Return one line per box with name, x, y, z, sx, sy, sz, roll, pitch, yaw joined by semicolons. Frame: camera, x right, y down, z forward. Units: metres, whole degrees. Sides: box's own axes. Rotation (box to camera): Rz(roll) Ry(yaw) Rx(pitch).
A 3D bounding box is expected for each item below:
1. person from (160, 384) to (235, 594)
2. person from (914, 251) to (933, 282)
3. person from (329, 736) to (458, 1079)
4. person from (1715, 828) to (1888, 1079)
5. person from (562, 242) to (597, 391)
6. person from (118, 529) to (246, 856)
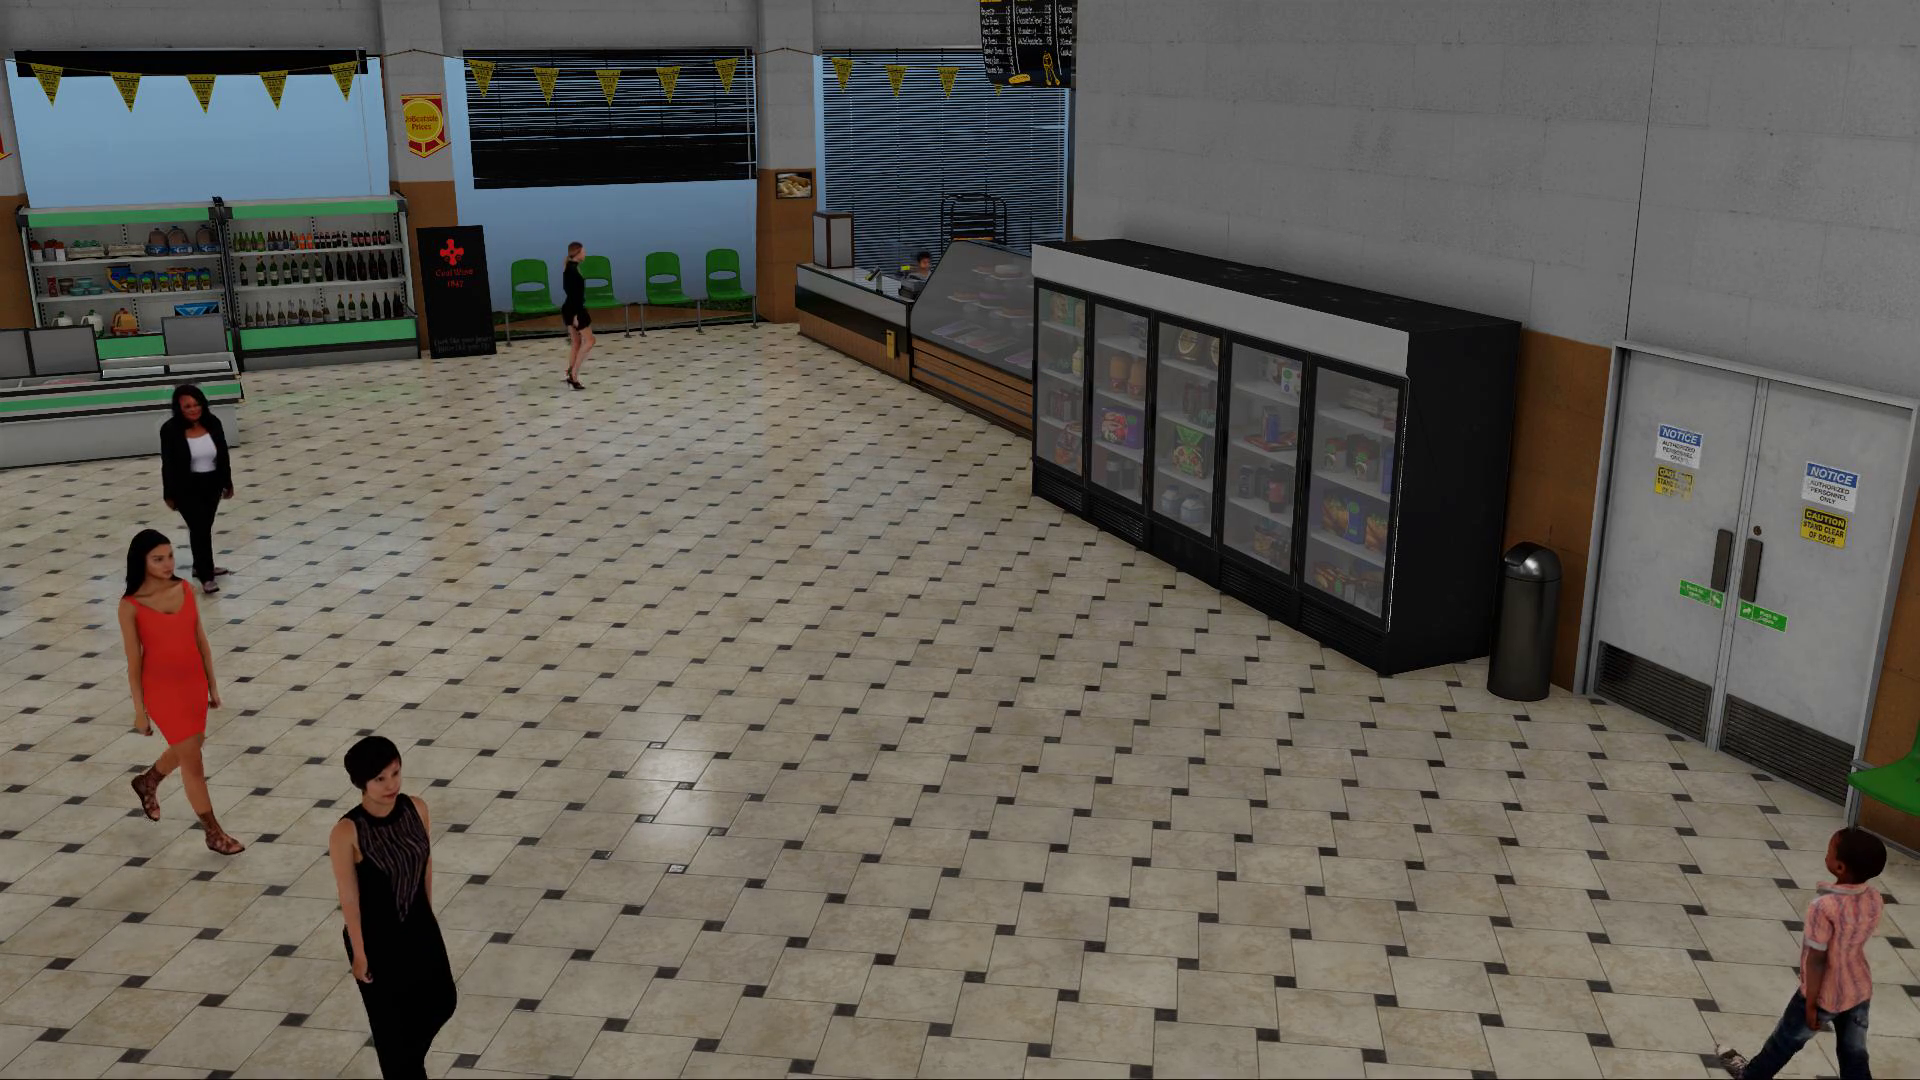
person;-5.811;-0.409;12.627;0.938;1.592;0.906;8;19;26
person;-0.509;-3.337;22.892;0.775;1.230;0.567;-8;19;-25
person;-2.217;1.487;6.381;0.743;1.592;0.658;14;22;39
person;3.305;1.711;6.186;0.831;1.276;0.651;-5;17;-15
person;-4.617;-2.624;19.643;0.612;1.753;0.615;-6;18;-19
person;-4.083;0.780;8.539;1.062;1.691;1.090;9;19;27
